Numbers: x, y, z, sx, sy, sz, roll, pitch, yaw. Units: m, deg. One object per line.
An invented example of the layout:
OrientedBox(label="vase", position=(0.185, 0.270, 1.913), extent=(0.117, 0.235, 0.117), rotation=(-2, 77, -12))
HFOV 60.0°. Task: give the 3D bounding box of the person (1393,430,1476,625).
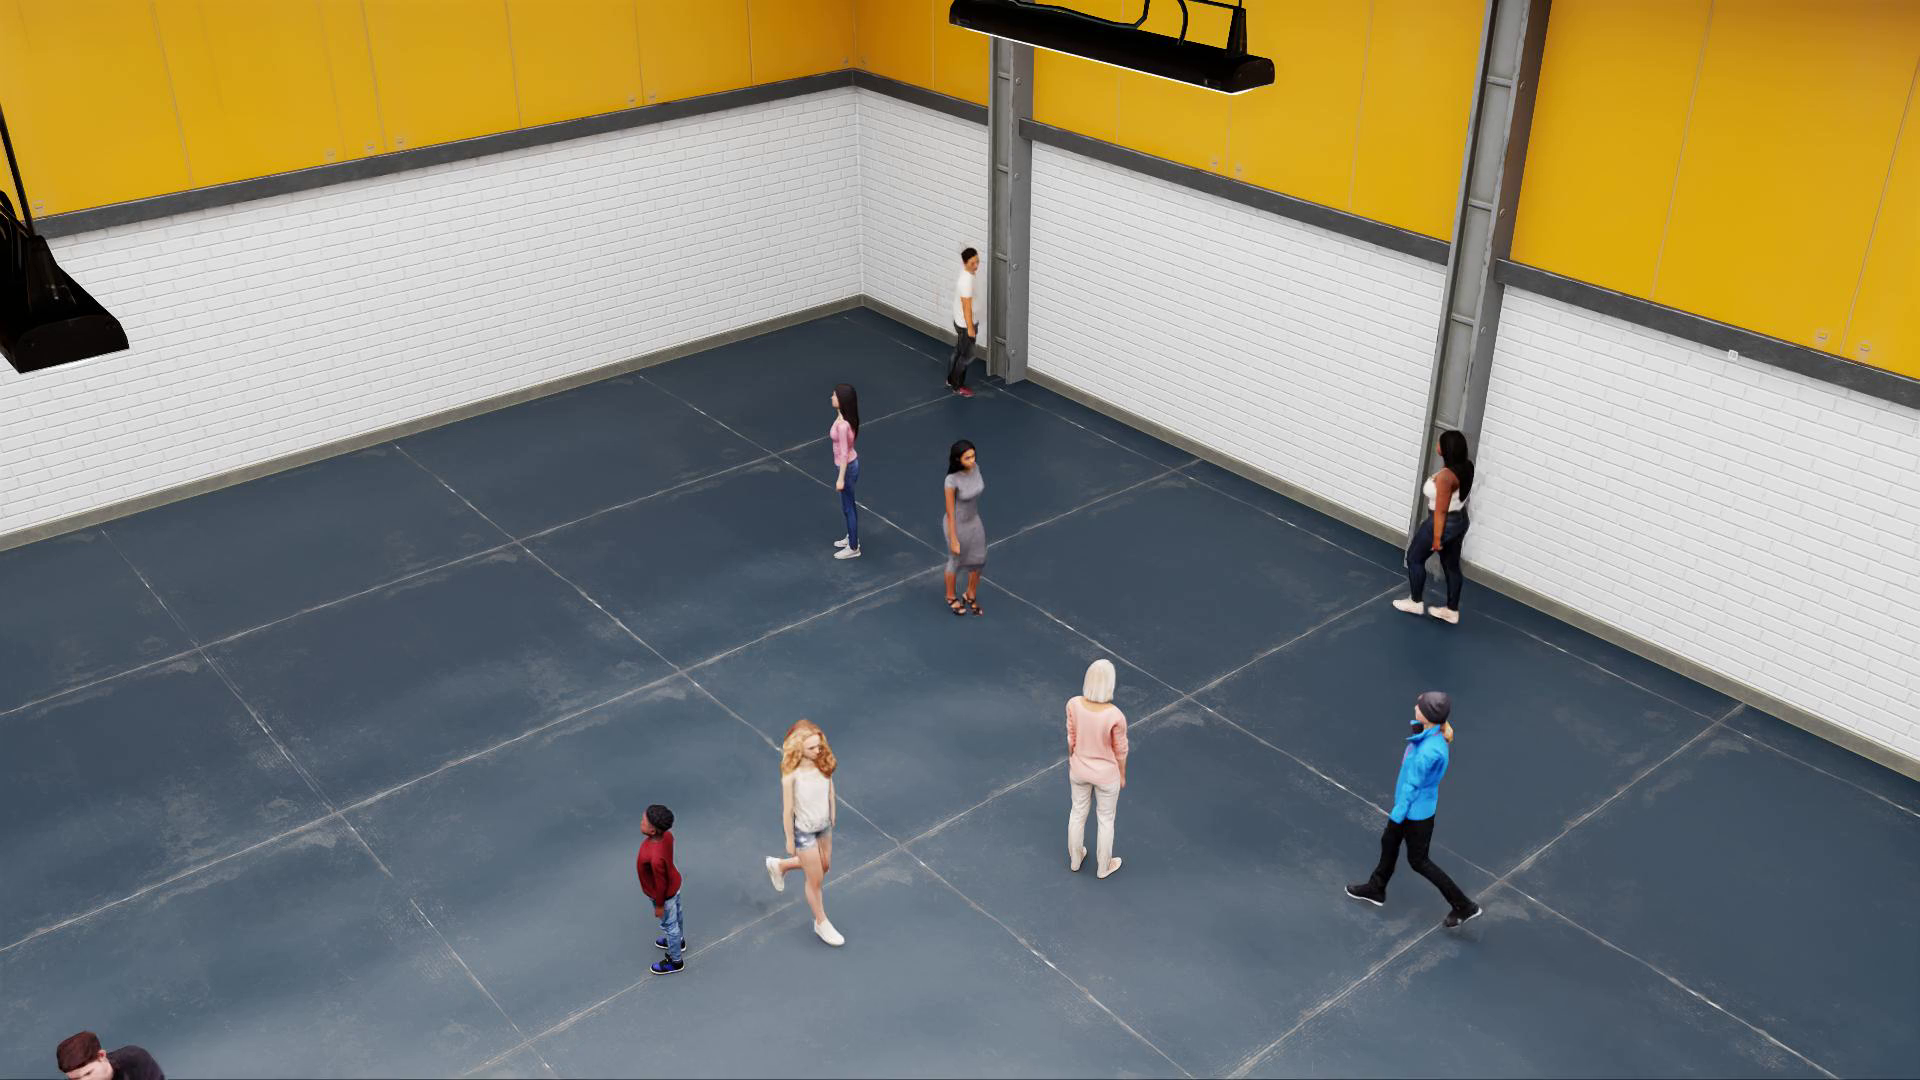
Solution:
OrientedBox(label="person", position=(4.262, -0.073, 14.327), extent=(0.645, 1.792, 0.758), rotation=(-22, 36, -35))

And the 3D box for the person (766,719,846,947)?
OrientedBox(label="person", position=(-1.053, 1.860, 10.840), extent=(0.979, 1.737, 0.664), rotation=(22, 36, 35))

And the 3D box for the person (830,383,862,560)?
OrientedBox(label="person", position=(-1.057, -0.654, 15.444), extent=(0.712, 1.742, 0.636), rotation=(0, 29, 0))

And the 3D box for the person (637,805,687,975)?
OrientedBox(label="person", position=(-1.898, 2.219, 10.683), extent=(0.643, 1.255, 0.572), rotation=(0, 29, 0))

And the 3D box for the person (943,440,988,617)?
OrientedBox(label="person", position=(-0.044, -0.118, 14.446), extent=(0.654, 1.755, 0.647), rotation=(23, 36, 36))

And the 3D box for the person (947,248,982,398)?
OrientedBox(label="person", position=(0.019, -2.472, 18.753), extent=(0.973, 1.764, 0.886), rotation=(-5, 29, -9))

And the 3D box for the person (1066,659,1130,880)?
OrientedBox(label="person", position=(0.928, 1.564, 11.395), extent=(0.598, 1.725, 0.733), rotation=(13, 31, 23))

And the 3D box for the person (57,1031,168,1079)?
OrientedBox(label="person", position=(-4.207, 3.110, 8.391), extent=(1.003, 1.887, 0.983), rotation=(12, 31, 21))

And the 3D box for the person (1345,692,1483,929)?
OrientedBox(label="person", position=(3.073, 1.808, 10.904), extent=(1.208, 1.767, 0.964), rotation=(11, 30, 19))
